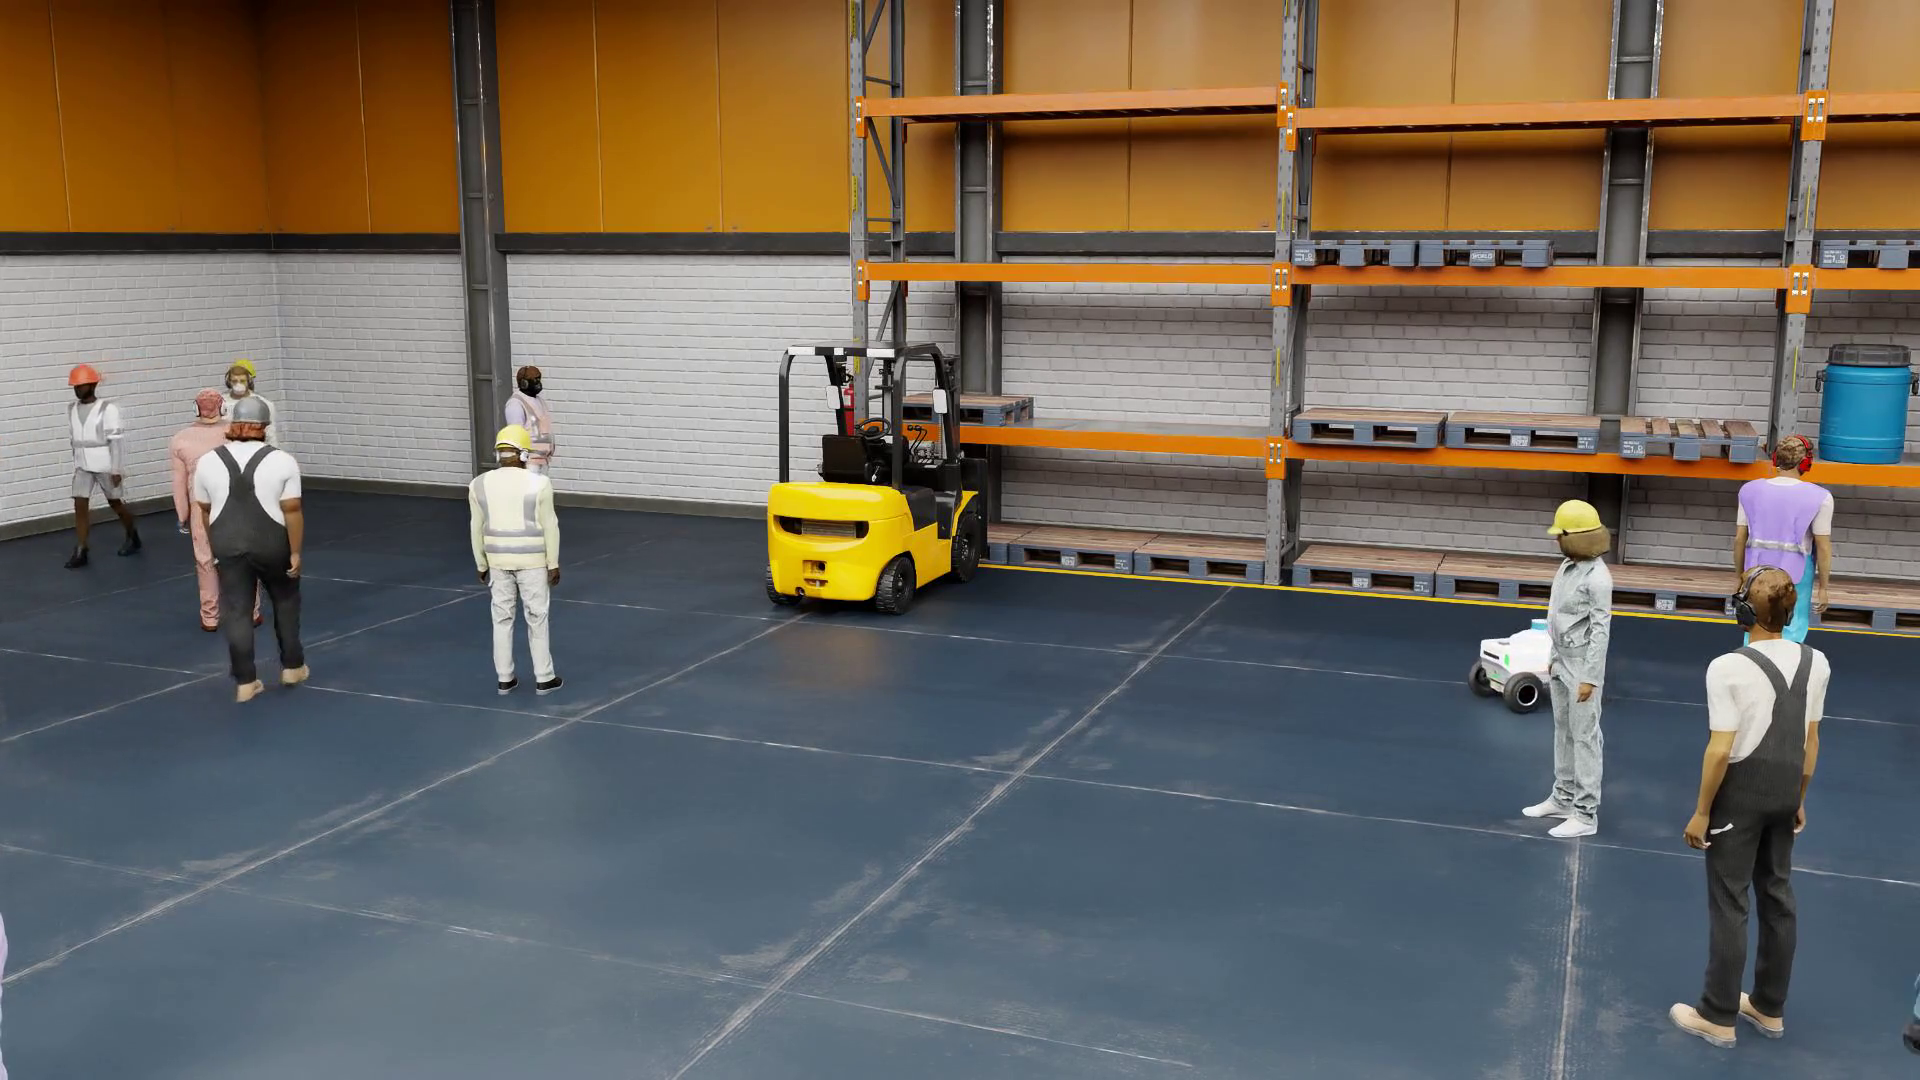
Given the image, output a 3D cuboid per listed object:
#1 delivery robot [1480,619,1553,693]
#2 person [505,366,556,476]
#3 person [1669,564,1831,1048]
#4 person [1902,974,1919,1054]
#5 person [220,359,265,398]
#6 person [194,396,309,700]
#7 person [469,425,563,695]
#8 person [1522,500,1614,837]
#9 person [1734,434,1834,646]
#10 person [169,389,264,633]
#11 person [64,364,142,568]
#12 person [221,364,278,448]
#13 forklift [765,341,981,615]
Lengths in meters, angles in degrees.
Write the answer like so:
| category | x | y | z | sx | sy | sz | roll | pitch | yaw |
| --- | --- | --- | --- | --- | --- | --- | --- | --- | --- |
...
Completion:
| category | x | y | z | sx | sy | sz | roll | pitch | yaw |
| --- | --- | --- | --- | --- | --- | --- | --- | --- | --- |
| delivery robot | 3.800 | 0.765 | 10.938 | 0.707 | 0.478 | 0.477 | -3 | 11 | -15 |
| person | -4.156 | -0.775 | 16.189 | 0.429 | 1.842 | 0.637 | 2 | 10 | 9 |
| person | 2.986 | 1.002 | 6.286 | 0.508 | 1.846 | 0.342 | -3 | 11 | -17 |
| person | 3.048 | 1.387 | 4.831 | 0.532 | 1.592 | 0.856 | -3 | 11 | -17 |
| person | -7.338 | -0.943 | 17.151 | 0.597 | 1.832 | 0.404 | 2 | 10 | 13 |
| person | -4.742 | 0.014 | 11.241 | 0.699 | 2.000 | 0.800 | -1 | 10 | -7 |
| person | -2.961 | 0.139 | 11.156 | 0.588 | 1.822 | 0.404 | 1 | 10 | 6 |
| person | 3.132 | 0.654 | 8.530 | 0.311 | 1.735 | 0.483 | -1 | 10 | -3 |
| person | 5.128 | 0.261 | 10.405 | 0.376 | 1.844 | 0.572 | -10 | 14 | -43 |
| person | -5.778 | -0.230 | 12.985 | 0.638 | 1.905 | 0.407 | -4 | 11 | -22 |
| person | -8.191 | -0.729 | 15.803 | 0.556 | 1.896 | 0.970 | 2 | 10 | 8 |
| person | -6.761 | -0.722 | 15.736 | 0.624 | 1.911 | 0.945 | -2 | 10 | -12 |
| forklift | -0.739 | -0.602 | 14.246 | 1.214 | 2.155 | 2.313 | 4 | 11 | 21 |
